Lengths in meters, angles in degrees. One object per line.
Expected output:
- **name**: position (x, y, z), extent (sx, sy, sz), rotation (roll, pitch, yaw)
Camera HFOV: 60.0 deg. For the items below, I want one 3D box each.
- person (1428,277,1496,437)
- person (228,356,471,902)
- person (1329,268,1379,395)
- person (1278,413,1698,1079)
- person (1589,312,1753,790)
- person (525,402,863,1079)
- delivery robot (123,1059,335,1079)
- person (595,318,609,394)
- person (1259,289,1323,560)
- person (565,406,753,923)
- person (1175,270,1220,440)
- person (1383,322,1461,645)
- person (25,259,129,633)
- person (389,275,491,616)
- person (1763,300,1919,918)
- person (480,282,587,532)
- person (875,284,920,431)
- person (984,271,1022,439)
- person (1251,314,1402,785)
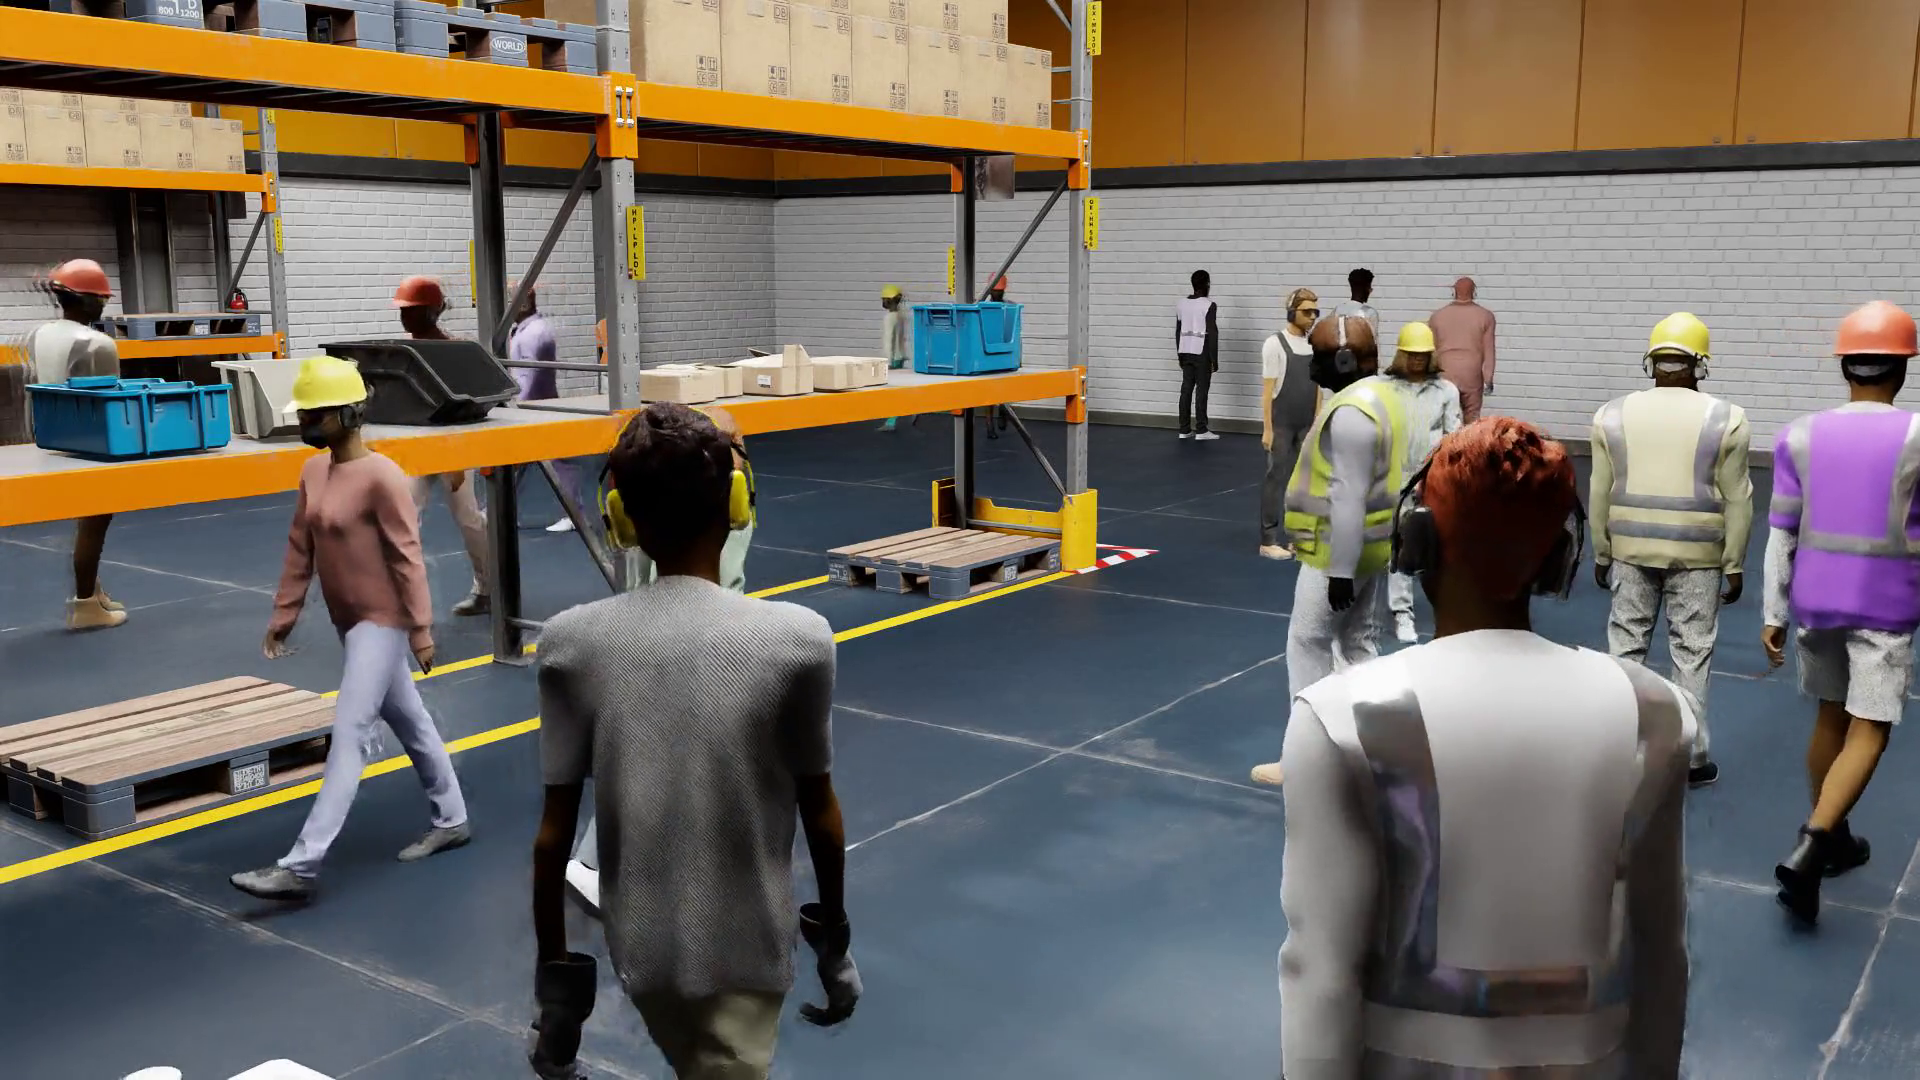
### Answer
- **person**: position (4.867, -1.609, 16.168), extent (0.664, 1.859, 0.900), rotation (4, 10, 22)
- **person**: position (-1.986, 0.278, 5.340), extent (0.527, 1.717, 0.927), rotation (9, 13, 43)
- **person**: position (3.773, -1.620, 15.934), extent (0.372, 1.958, 0.607), rotation (-6, 11, -30)
- **person**: position (0.683, 0.767, 2.116), extent (0.585, 1.839, 0.957), rotation (-1, 10, -8)
- **person**: position (2.724, 0.045, 6.399), extent (0.588, 1.829, 0.404), rotation (7, 12, 36)
- **person**: position (-0.444, 0.686, 2.647), extent (0.481, 1.813, 0.998), rotation (3, 10, 19)
- **delivery robot**: position (-1.451, 1.202, 3.016), extent (0.477, 0.478, 0.707), rotation (6, 11, 33)
- **person**: position (-3.737, -1.866, 18.174), extent (0.535, 1.697, 0.318), rotation (6, 11, 32)
- **person**: position (2.254, -0.773, 11.275), extent (0.505, 1.836, 0.367), rotation (-6, 11, -31)
- **person**: position (-0.913, 0.383, 5.149), extent (0.510, 1.587, 0.801), rotation (6, 11, 34)
- **person**: position (2.693, -2.096, 18.883), extent (0.385, 1.918, 0.596), rotation (-8, 12, -38)
- **person**: position (2.460, -0.342, 9.086), extent (0.490, 1.700, 0.886), rotation (0, 10, -1)
- **person**: position (-4.719, -0.509, 9.109), extent (0.655, 2.025, 0.575), rotation (5, 11, 28)
- **person**: position (-2.962, -0.482, 9.196), extent (0.642, 1.937, 1.008), rotation (5, 11, 28)
- **person**: position (2.770, 0.212, 5.201), extent (0.879, 1.909, 0.549), rotation (-8, 12, -39)
- **person**: position (-3.249, -0.963, 12.309), extent (0.975, 1.855, 0.670), rotation (-3, 10, -19)
- **person**: position (-0.735, -2.130, 19.591), extent (0.554, 1.752, 0.530), rotation (3, 10, 18)
- **person**: position (0.421, -2.106, 18.963), extent (0.598, 1.912, 0.588), rotation (-1, 10, -5)
- **person**: position (1.413, 0.058, 6.351), extent (0.512, 1.829, 0.672), rotation (4, 10, 21)
